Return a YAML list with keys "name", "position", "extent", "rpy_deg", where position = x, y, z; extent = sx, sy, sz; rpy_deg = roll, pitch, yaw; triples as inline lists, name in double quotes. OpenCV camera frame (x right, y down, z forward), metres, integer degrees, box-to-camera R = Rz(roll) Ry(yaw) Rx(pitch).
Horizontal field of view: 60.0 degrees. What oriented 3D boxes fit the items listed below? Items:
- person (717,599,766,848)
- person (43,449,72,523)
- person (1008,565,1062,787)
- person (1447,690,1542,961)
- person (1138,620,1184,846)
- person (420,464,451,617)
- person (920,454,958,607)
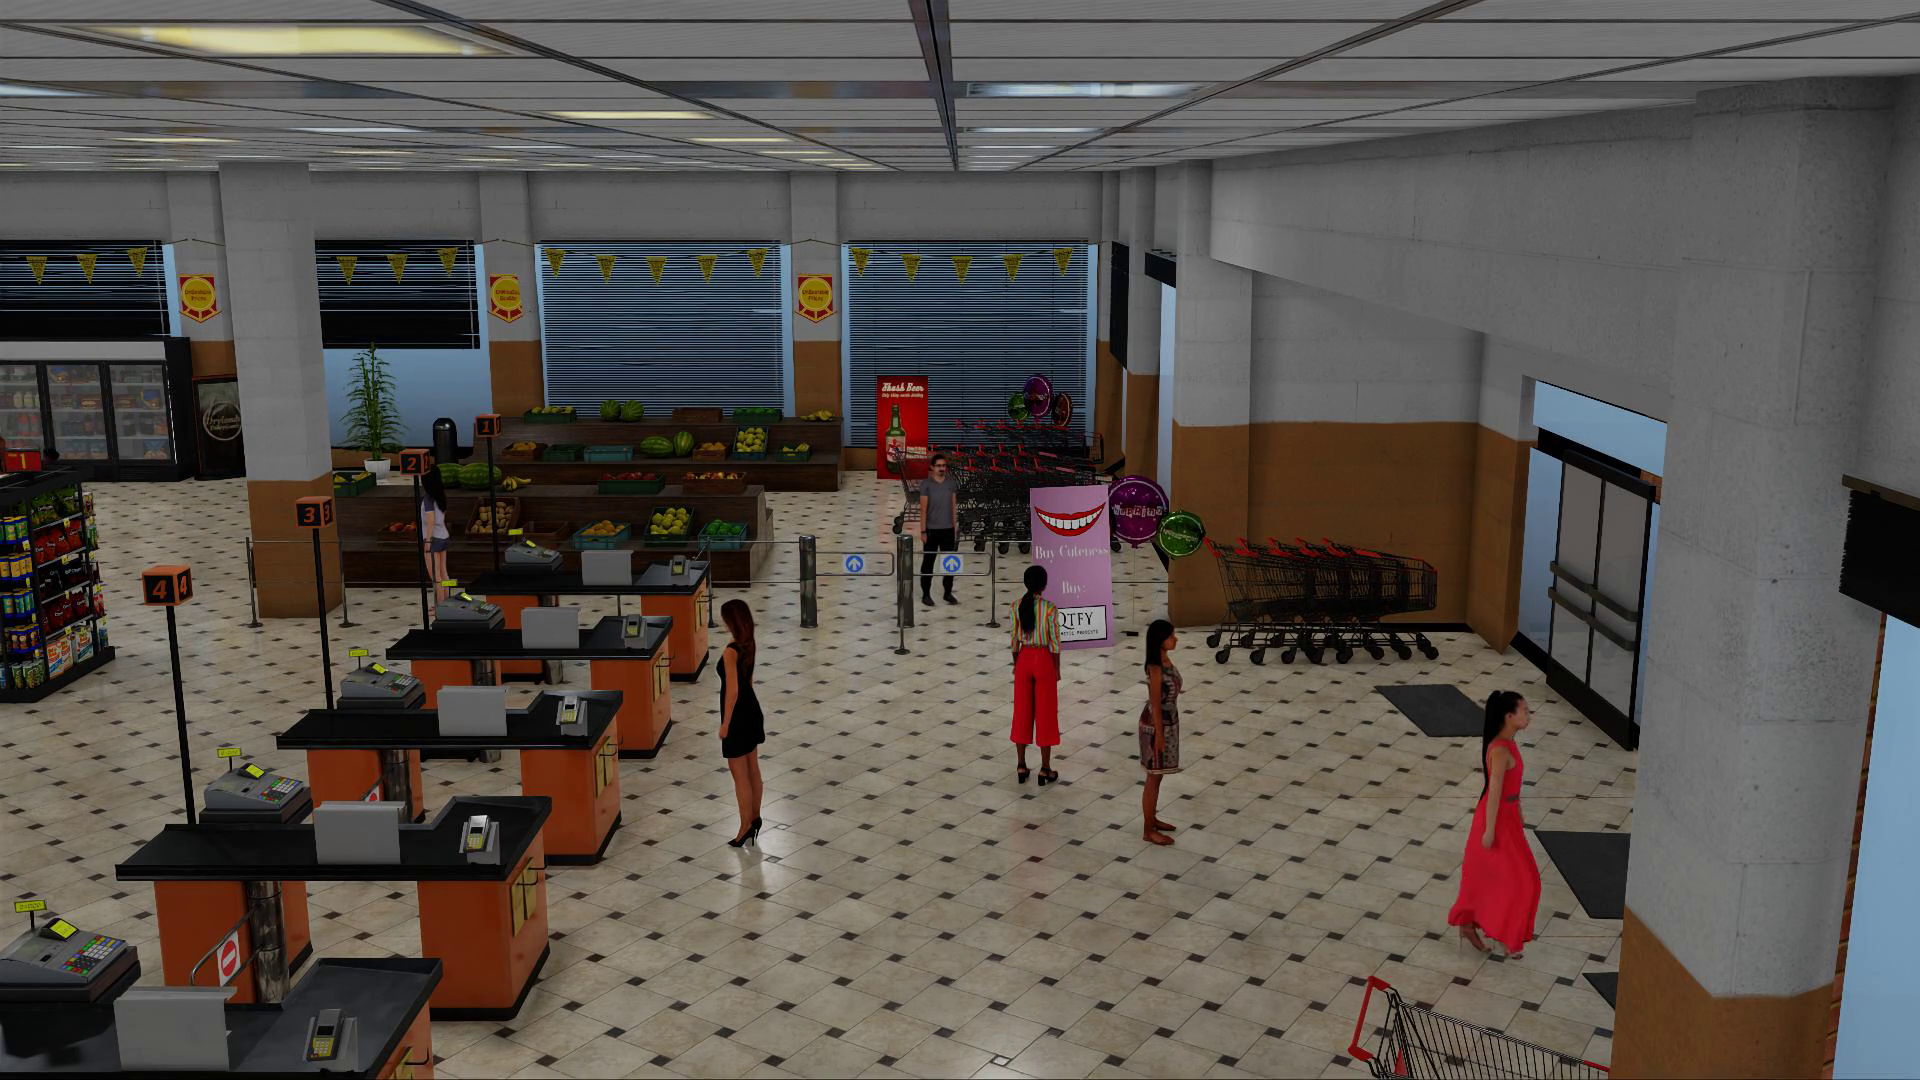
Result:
- name: "person"
  position: [-1.587, 1.322, 12.042]
  extent: [0.623, 1.834, 0.644]
  rpy_deg: [4, 12, 17]
- name: "person"
  position: [-12.211, -0.612, 22.657]
  extent: [0.720, 1.245, 0.551]
  rpy_deg: [-1, 12, -5]
- name: "person"
  position: [0.603, 1.074, 13.322]
  extent: [0.588, 1.793, 0.722]
  rpy_deg: [5, 13, 21]
- name: "person"
  position: [3.234, 1.759, 10.271]
  extent: [0.877, 1.710, 0.767]
  rpy_deg: [5, 13, 21]
- name: "person"
  position: [1.455, 1.383, 12.211]
  extent: [0.606, 1.645, 0.695]
  rpy_deg: [3, 12, 13]
- name: "person"
  position: [-5.906, -0.013, 18.695]
  extent: [0.518, 1.706, 0.595]
  rpy_deg: [0, 12, 2]
- name: "person"
  position: [-0.248, -0.132, 19.150]
  extent: [0.624, 1.751, 0.739]
  rpy_deg: [-6, 13, -26]
